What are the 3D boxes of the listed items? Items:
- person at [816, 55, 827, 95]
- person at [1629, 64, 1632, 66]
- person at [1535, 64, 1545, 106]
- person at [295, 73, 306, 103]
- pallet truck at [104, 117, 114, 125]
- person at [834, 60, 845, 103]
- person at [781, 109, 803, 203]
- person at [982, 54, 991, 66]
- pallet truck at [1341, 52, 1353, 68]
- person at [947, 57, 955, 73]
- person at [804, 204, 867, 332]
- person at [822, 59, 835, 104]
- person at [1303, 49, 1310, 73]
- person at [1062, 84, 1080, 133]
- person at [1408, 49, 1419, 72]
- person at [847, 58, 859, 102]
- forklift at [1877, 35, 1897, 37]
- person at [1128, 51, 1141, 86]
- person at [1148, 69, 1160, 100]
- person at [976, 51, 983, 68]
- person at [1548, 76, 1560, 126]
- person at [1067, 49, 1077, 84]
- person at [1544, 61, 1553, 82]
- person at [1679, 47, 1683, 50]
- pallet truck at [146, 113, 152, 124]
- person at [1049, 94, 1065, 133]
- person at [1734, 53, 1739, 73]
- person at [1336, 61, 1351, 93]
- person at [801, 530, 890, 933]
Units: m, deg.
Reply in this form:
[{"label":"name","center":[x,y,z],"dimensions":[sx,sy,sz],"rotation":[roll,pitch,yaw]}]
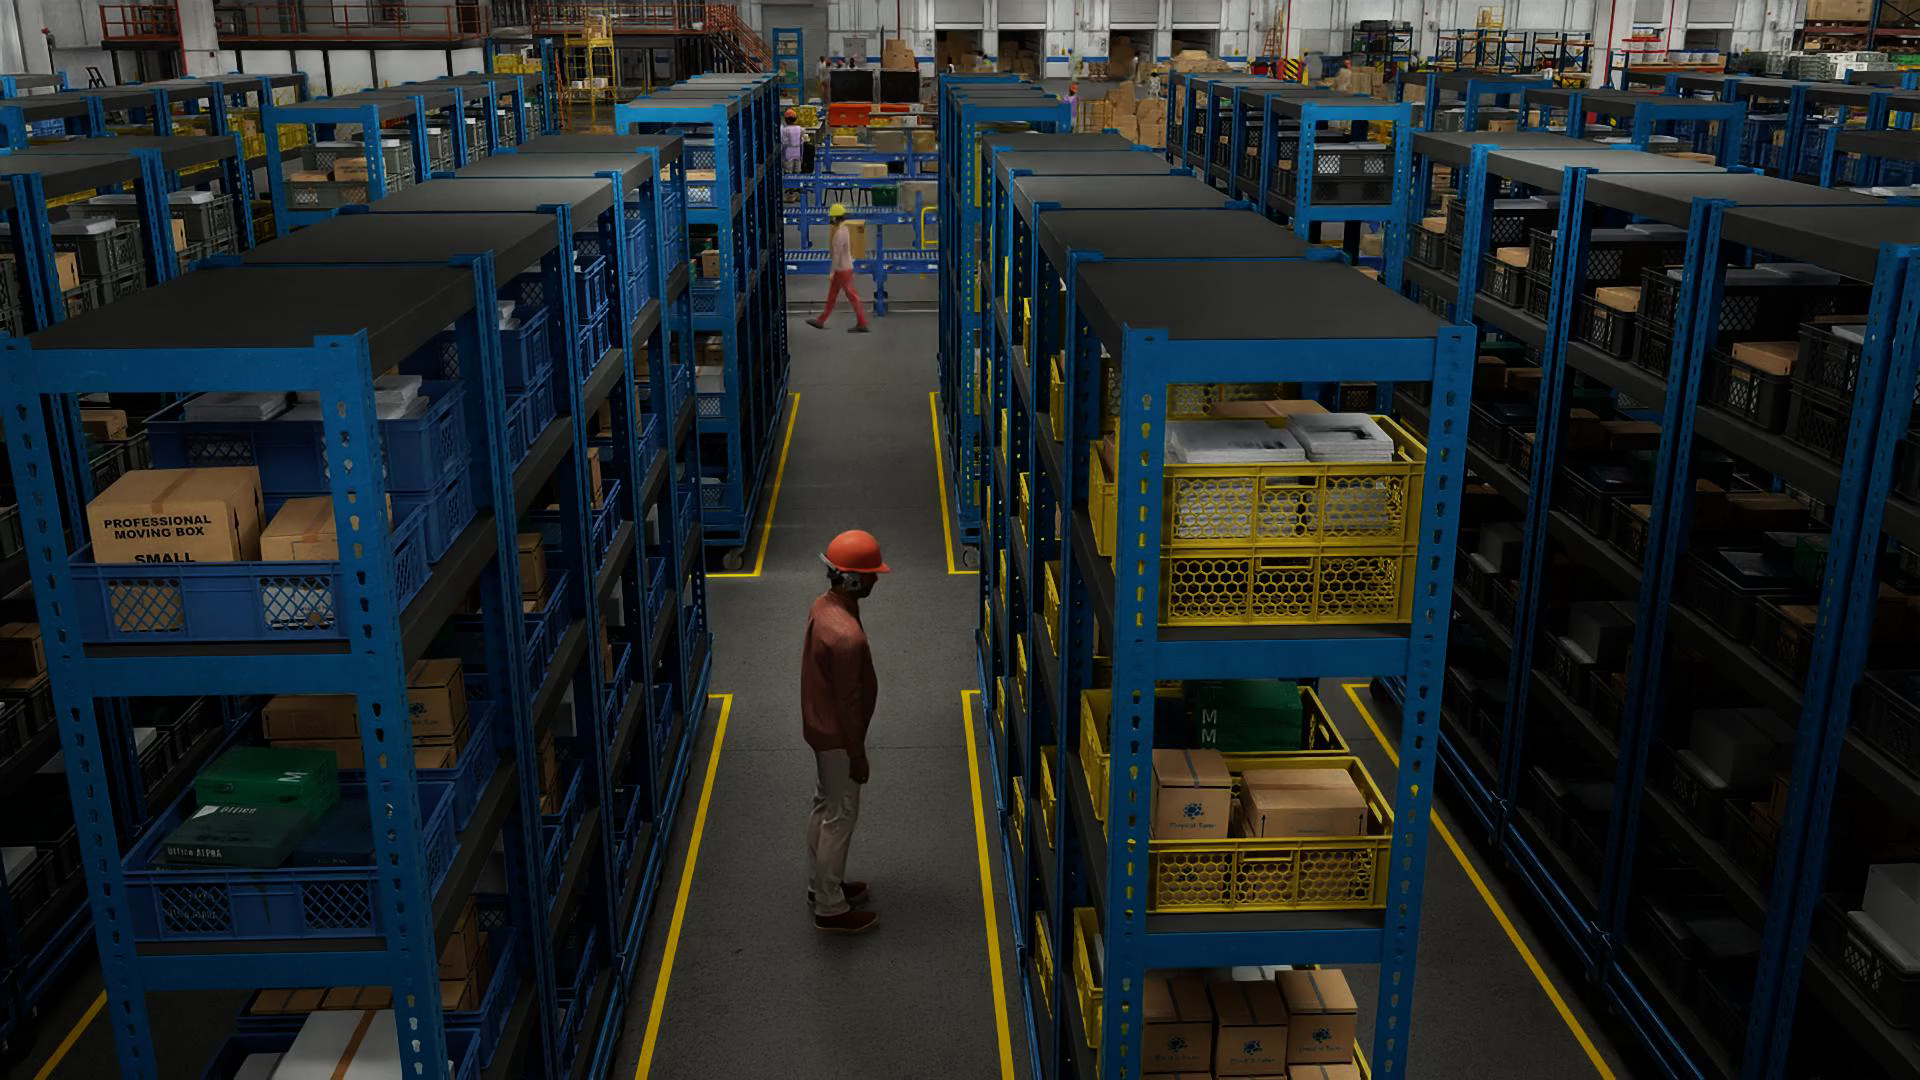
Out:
[{"label":"person","center":[-6.637,-22.412,80.249],"dimensions":[0.607,1.854,0.817],"rotation":[2,18,7]},{"label":"person","center":[32.150,-22.517,80.449],"dimensions":[0.635,1.940,0.367],"rotation":[-2,18,-5]},{"label":"person","center":[24.099,-18.862,69.279],"dimensions":[0.502,1.861,0.334],"rotation":[-9,20,-26]},{"label":"person","center":[-24.386,-16.267,61.291],"dimensions":[0.705,1.818,0.514],"rotation":[3,18,9]},{"label":"pallet truck","center":[-18.367,-7.885,35.078],"dimensions":[1.885,1.965,0.823],"rotation":[1,18,2]},{"label":"person","center":[-5.307,-20.125,73.128],"dimensions":[0.543,1.904,0.949],"rotation":[-7,19,-21]},{"label":"person","center":[-3.758,-8.535,37.016],"dimensions":[0.388,2.041,0.615],"rotation":[16,24,41]},{"label":"person","center":[1.436,-23.959,85.193],"dimensions":[0.634,1.785,0.938],"rotation":[-14,23,-38]},{"label":"pallet truck","center":[18.794,-23.123,82.231],"dimensions":[0.823,1.965,1.885],"rotation":[-13,22,-35]},{"label":"person","center":[-0.406,-21.186,76.381],"dimensions":[0.376,1.913,0.588],"rotation":[3,18,8]},{"label":"person","center":[-1.669,-3.646,22.389],"dimensions":[0.892,1.714,0.549],"rotation":[0,18,0]},{"label":"person","center":[-5.834,-20.370,73.834],"dimensions":[0.637,1.932,1.034],"rotation":[2,18,7]},{"label":"person","center":[18.591,-25.396,89.420],"dimensions":[0.458,1.894,0.638],"rotation":[9,20,26]},{"label":"person","center":[3.423,-13.125,51.449],"dimensions":[0.553,1.896,0.670],"rotation":[0,18,1]},{"label":"person","center":[23.378,-24.255,85.665],"dimensions":[0.536,2.000,0.688],"rotation":[-1,18,-2]},{"label":"person","center":[-4.815,-20.703,74.868],"dimensions":[0.590,1.920,0.398],"rotation":[6,19,17]},{"label":"forklift","center":[44.183,-22.805,79.833],"dimensions":[1.129,2.768,1.873],"rotation":[-1,18,-2]},{"label":"person","center":[9.323,-25.118,88.666],"dimensions":[0.806,1.840,0.520],"rotation":[-6,19,-17]},{"label":"person","center":[7.859,-18.208,67.430],"dimensions":[0.484,1.744,0.295],"rotation":[4,18,13]},{"label":"person","center":[1.196,-25.768,90.730],"dimensions":[0.931,1.796,0.660],"rotation":[9,20,25]},{"label":"person","center":[21.569,-15.936,60.375],"dimensions":[0.330,1.760,0.522],"rotation":[-7,19,-20]},{"label":"person","center":[6.157,-25.873,90.906],"dimensions":[0.620,1.892,0.639],"rotation":[-3,18,-9]},{"label":"person","center":[25.397,-19.742,71.953],"dimensions":[0.575,1.881,0.356],"rotation":[-16,24,-41]},{"label":"person","center":[40.706,-26.906,94.062],"dimensions":[0.602,1.910,0.622],"rotation":[-7,19,-20]},{"label":"pallet truck","center":[-18.087,-8.309,36.390],"dimensions":[1.885,1.965,0.823],"rotation":[-1,18,-4]},{"label":"person","center":[2.801,-11.798,47.475],"dimensions":[0.605,1.819,0.610],"rotation":[-11,21,-32]},{"label":"person","center":[42.430,-25.792,91.033],"dimensions":[0.873,1.644,0.544],"rotation":[2,18,7]},{"label":"person","center":[16.615,-19.796,72.129],"dimensions":[0.670,1.887,0.369],"rotation":[11,21,31]},{"label":"person","center":[-0.536,0.905,7.920],"dimensions":[0.432,1.978,0.611],"rotation":[-4,18,-13]}]
